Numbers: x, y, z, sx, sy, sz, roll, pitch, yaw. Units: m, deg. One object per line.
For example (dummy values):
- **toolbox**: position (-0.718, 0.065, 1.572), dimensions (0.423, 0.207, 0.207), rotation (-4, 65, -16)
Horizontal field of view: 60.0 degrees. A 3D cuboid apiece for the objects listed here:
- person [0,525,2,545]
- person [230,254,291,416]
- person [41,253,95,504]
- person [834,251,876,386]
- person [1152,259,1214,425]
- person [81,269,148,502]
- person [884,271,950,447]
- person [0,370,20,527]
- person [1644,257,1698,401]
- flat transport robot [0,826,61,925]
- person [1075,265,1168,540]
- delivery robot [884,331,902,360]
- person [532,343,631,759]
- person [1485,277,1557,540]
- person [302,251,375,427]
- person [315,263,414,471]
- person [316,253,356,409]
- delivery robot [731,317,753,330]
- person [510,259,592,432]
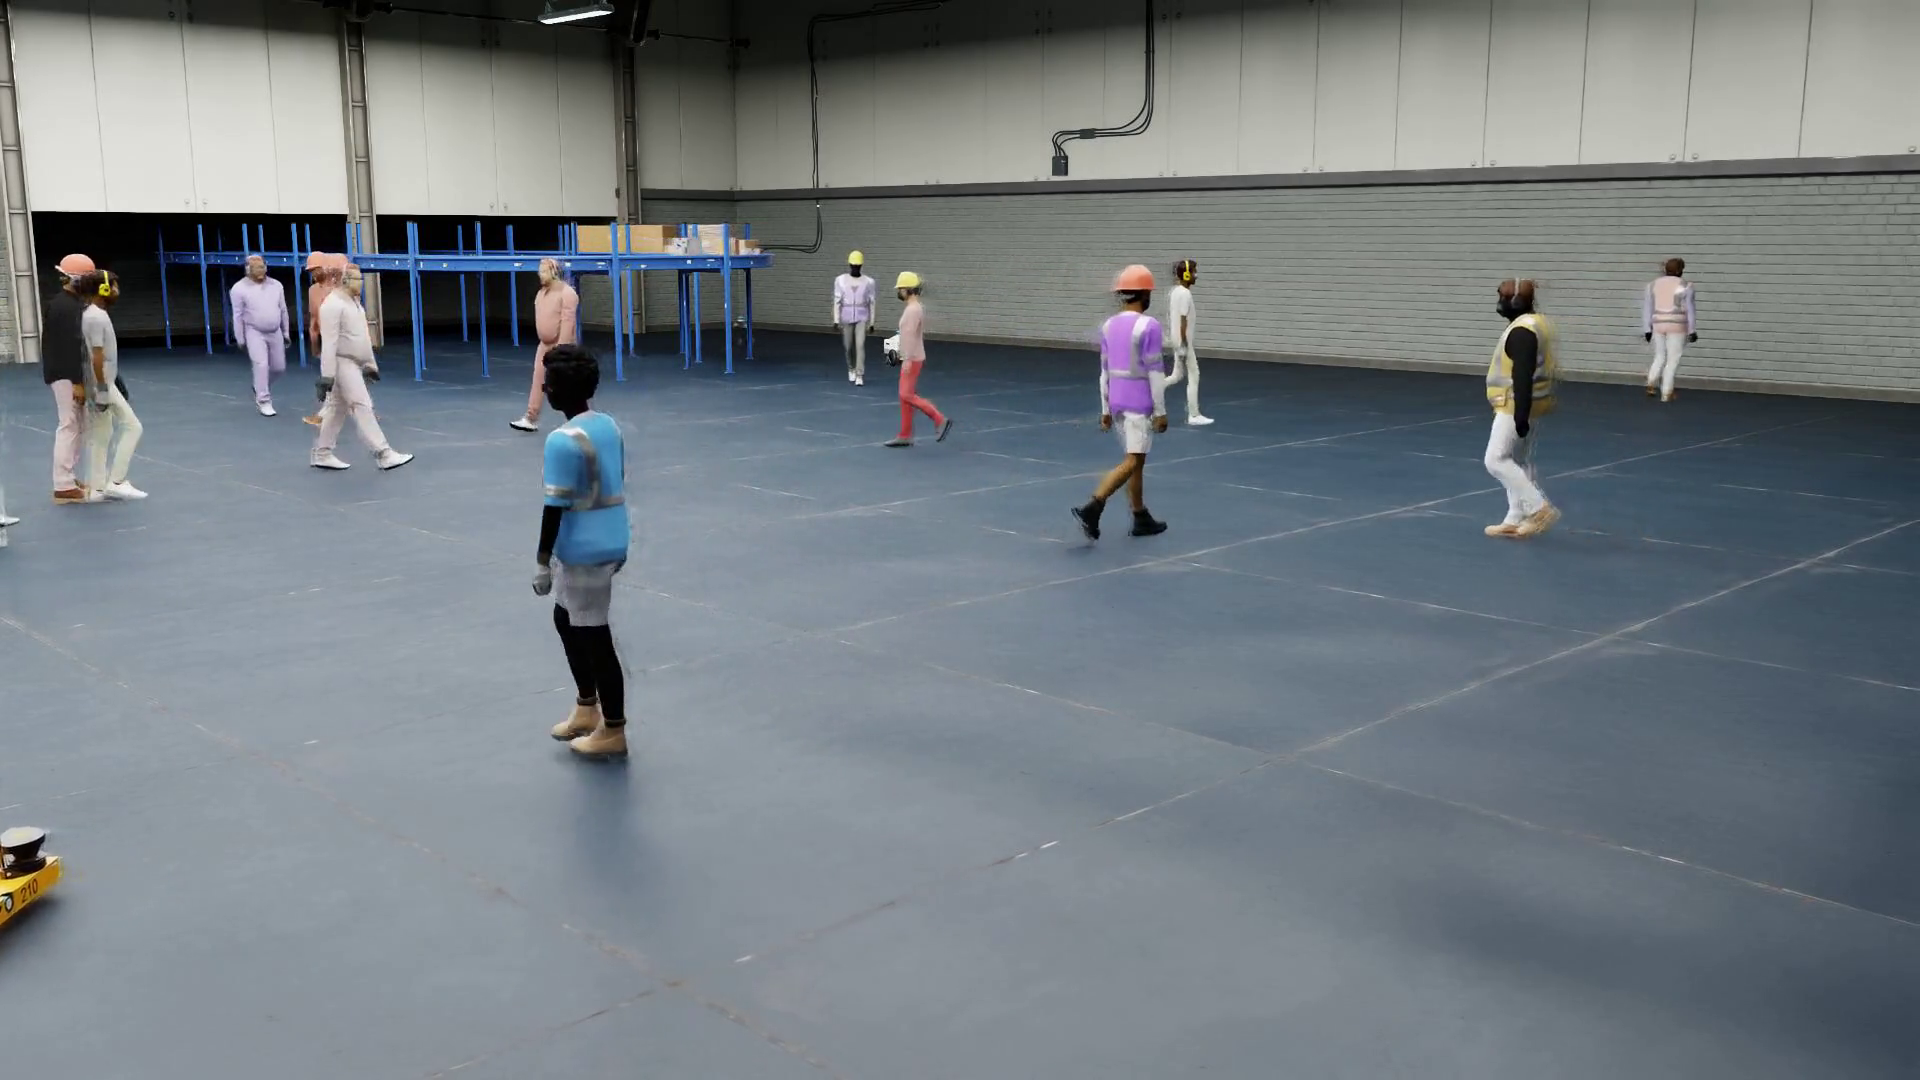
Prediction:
- **person**: position (-6.791, -0.789, 11.230), dimensions (0.510, 1.715, 0.480), rotation (0, 10, 1)
- **person**: position (-8.304, -2.438, 19.738), dimensions (0.641, 1.888, 0.654), rotation (8, 13, 39)
- **person**: position (-7.075, -1.294, 13.299), dimensions (0.496, 1.966, 0.652), rotation (-6, 12, -31)
- **person**: position (-1.493, -3.181, 23.779), dimensions (0.591, 1.899, 0.843), rotation (0, 10, 0)
- **person**: position (2.440, -2.221, 18.686), dimensions (0.806, 1.849, 0.519), rotation (-1, 10, -6)
- **person**: position (-6.775, -1.231, 13.300), dimensions (0.555, 1.843, 0.499), rotation (-8, 13, -36)
- **person**: position (-0.447, -1.799, 16.601), dimensions (0.578, 1.750, 0.539), rotation (-1, 10, -6)
- **person**: position (-7.127, -0.866, 11.878), dimensions (0.541, 1.615, 0.587), rotation (8, 13, 36)
- **person**: position (9.115, -2.692, 21.291), dimensions (0.442, 1.828, 0.628), rotation (-7, 13, -34)
- **flat transport robot**: position (-3.638, 1.082, 5.074), dimensions (1.431, 0.197, 0.652), rotation (-1, 10, -3)
- **person**: position (1.133, -0.950, 11.563), dimensions (0.855, 1.916, 0.540), rotation (-7, 12, -33)
- **delivery robot**: position (-0.994, -3.197, 27.375), dimensions (0.477, 0.478, 0.707), rotation (-4, 11, -21)
- **person**: position (-1.577, 0.051, 6.702), dimensions (0.526, 1.677, 0.557), rotation (2, 11, 9)
- **person**: position (3.880, -0.904, 11.571), dimensions (0.437, 1.826, 0.641), rotation (5, 12, 26)
- **person**: position (-6.910, -2.231, 18.508), dimensions (0.666, 1.935, 1.047), rotation (6, 12, 31)
- **person**: position (-5.439, -1.547, 14.961), dimensions (0.960, 1.855, 0.667), rotation (-1, 10, -3)
- **person**: position (-7.721, -2.588, 20.568), dimensions (0.842, 1.900, 0.547), rotation (6, 12, 28)
- **delivery robot**: position (-4.231, -4.189, 32.079), dimensions (0.335, 0.223, 0.698), rotation (-6, 12, -28)
- **person**: position (-4.398, -2.096, 17.971), dimensions (0.640, 1.855, 0.999), rotation (7, 13, 34)
